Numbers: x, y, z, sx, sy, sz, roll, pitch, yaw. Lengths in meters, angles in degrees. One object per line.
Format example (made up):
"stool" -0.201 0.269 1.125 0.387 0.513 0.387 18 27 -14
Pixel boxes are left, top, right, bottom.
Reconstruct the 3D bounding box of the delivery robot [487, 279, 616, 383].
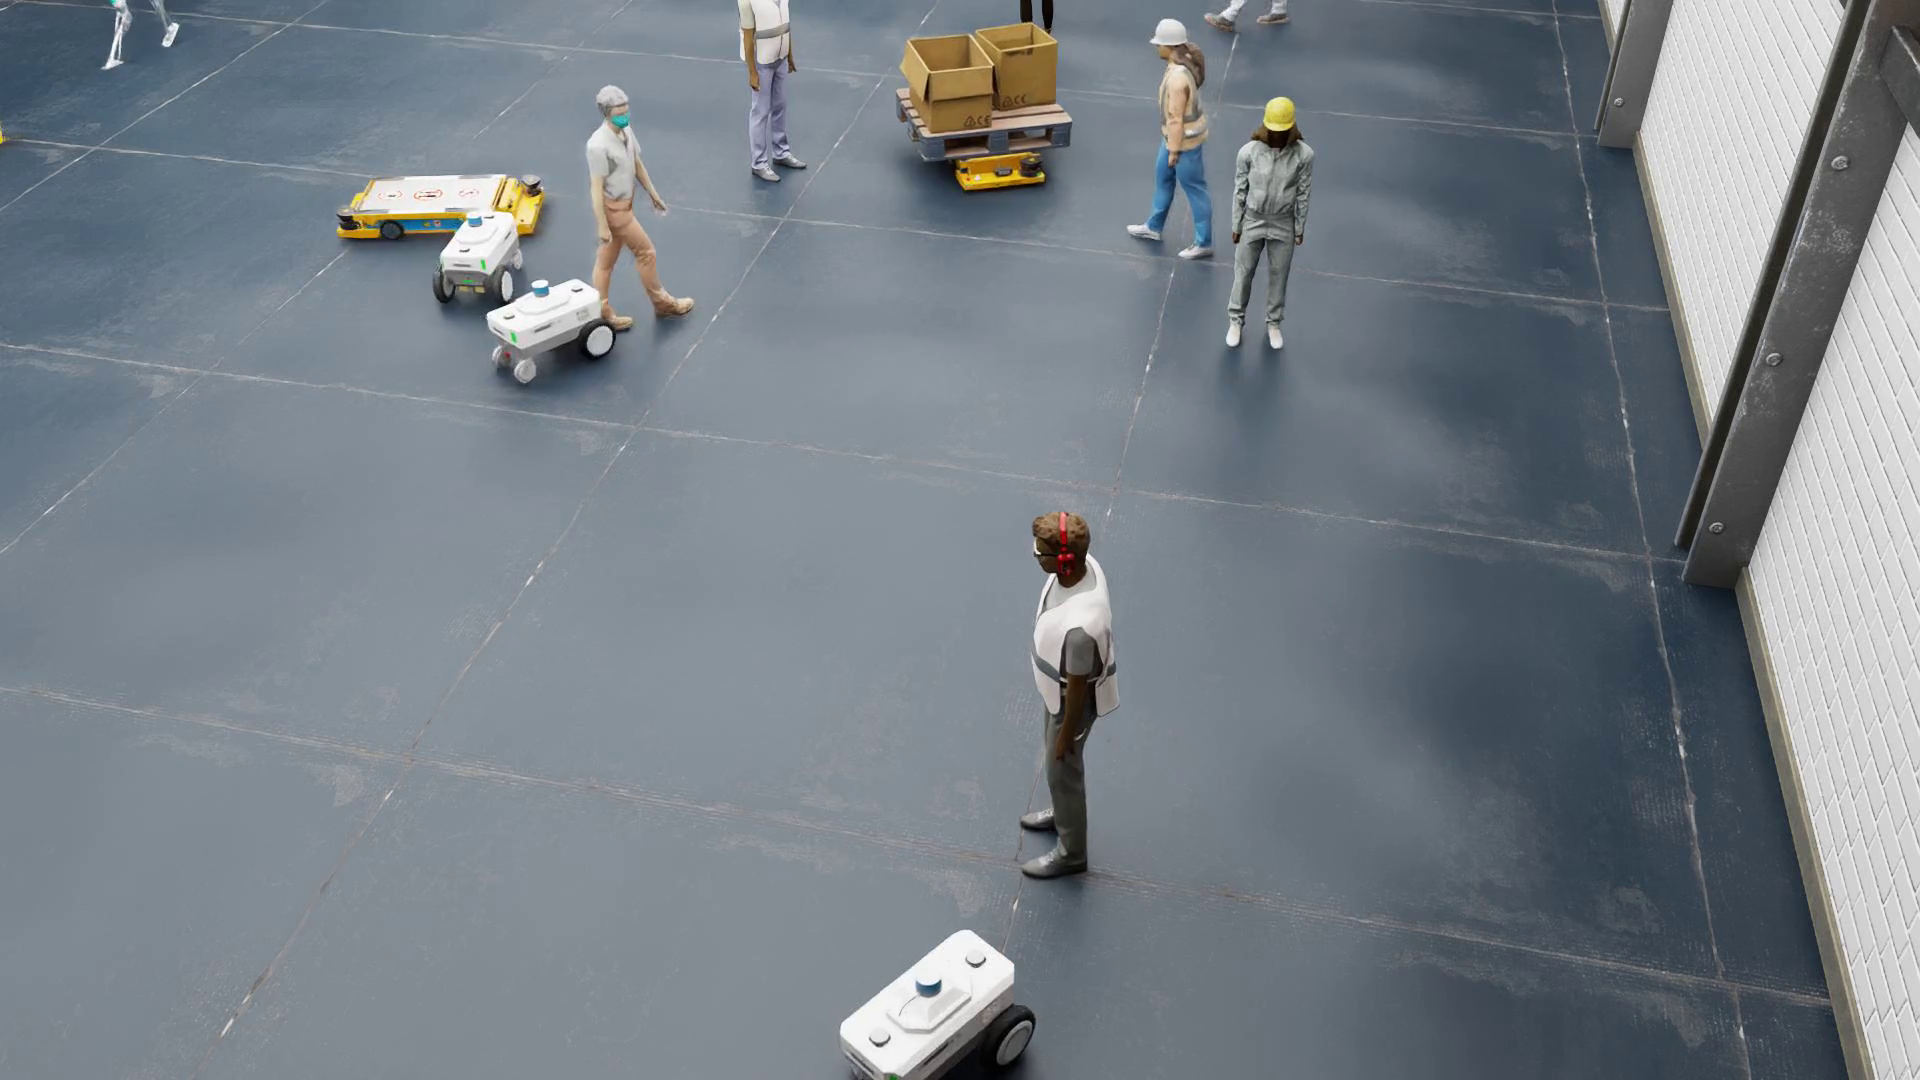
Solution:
"delivery robot" -2.683 -1.418 10.879 0.779 0.597 0.499 -30 46 -34

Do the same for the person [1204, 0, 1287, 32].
"person" 2.769 -5.687 15.525 0.952 1.835 0.586 -7 37 -10

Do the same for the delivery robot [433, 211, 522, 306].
"delivery robot" -3.362 -1.990 11.658 0.499 0.612 0.814 4 37 5

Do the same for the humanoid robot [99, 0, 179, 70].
"humanoid robot" -7.582 -5.216 15.014 0.531 1.782 1.020 16 40 20

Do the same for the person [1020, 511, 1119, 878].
"person" 0.465 0.652 7.045 0.405 1.830 0.570 -1 37 -1

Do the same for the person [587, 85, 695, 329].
"person" -2.167 -2.163 10.912 0.762 1.697 0.445 -3 37 -5

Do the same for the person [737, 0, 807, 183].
"person" -1.487 -3.707 12.872 0.396 1.838 0.558 20 41 24

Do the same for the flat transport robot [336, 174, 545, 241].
"flat transport robot" -3.922 -2.521 12.593 1.431 0.231 0.659 -2 37 -3

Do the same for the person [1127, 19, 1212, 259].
"person" 1.569 -2.857 11.864 0.637 1.682 0.494 4 37 5

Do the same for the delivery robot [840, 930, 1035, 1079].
"delivery robot" -0.112 1.861 6.485 0.525 0.590 0.762 30 46 34

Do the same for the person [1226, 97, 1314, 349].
"person" 1.982 -2.026 10.710 0.484 1.733 0.344 2 37 3

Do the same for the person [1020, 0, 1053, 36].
"person" 0.673 -5.333 15.162 0.531 1.696 0.319 -19 41 -24

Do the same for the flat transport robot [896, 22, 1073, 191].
"flat transport robot" 0.168 -3.240 13.555 0.659 0.231 1.431 -9 38 -12

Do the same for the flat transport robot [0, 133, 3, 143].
"flat transport robot" -8.618 -3.157 13.443 0.659 0.231 1.431 27 45 31
